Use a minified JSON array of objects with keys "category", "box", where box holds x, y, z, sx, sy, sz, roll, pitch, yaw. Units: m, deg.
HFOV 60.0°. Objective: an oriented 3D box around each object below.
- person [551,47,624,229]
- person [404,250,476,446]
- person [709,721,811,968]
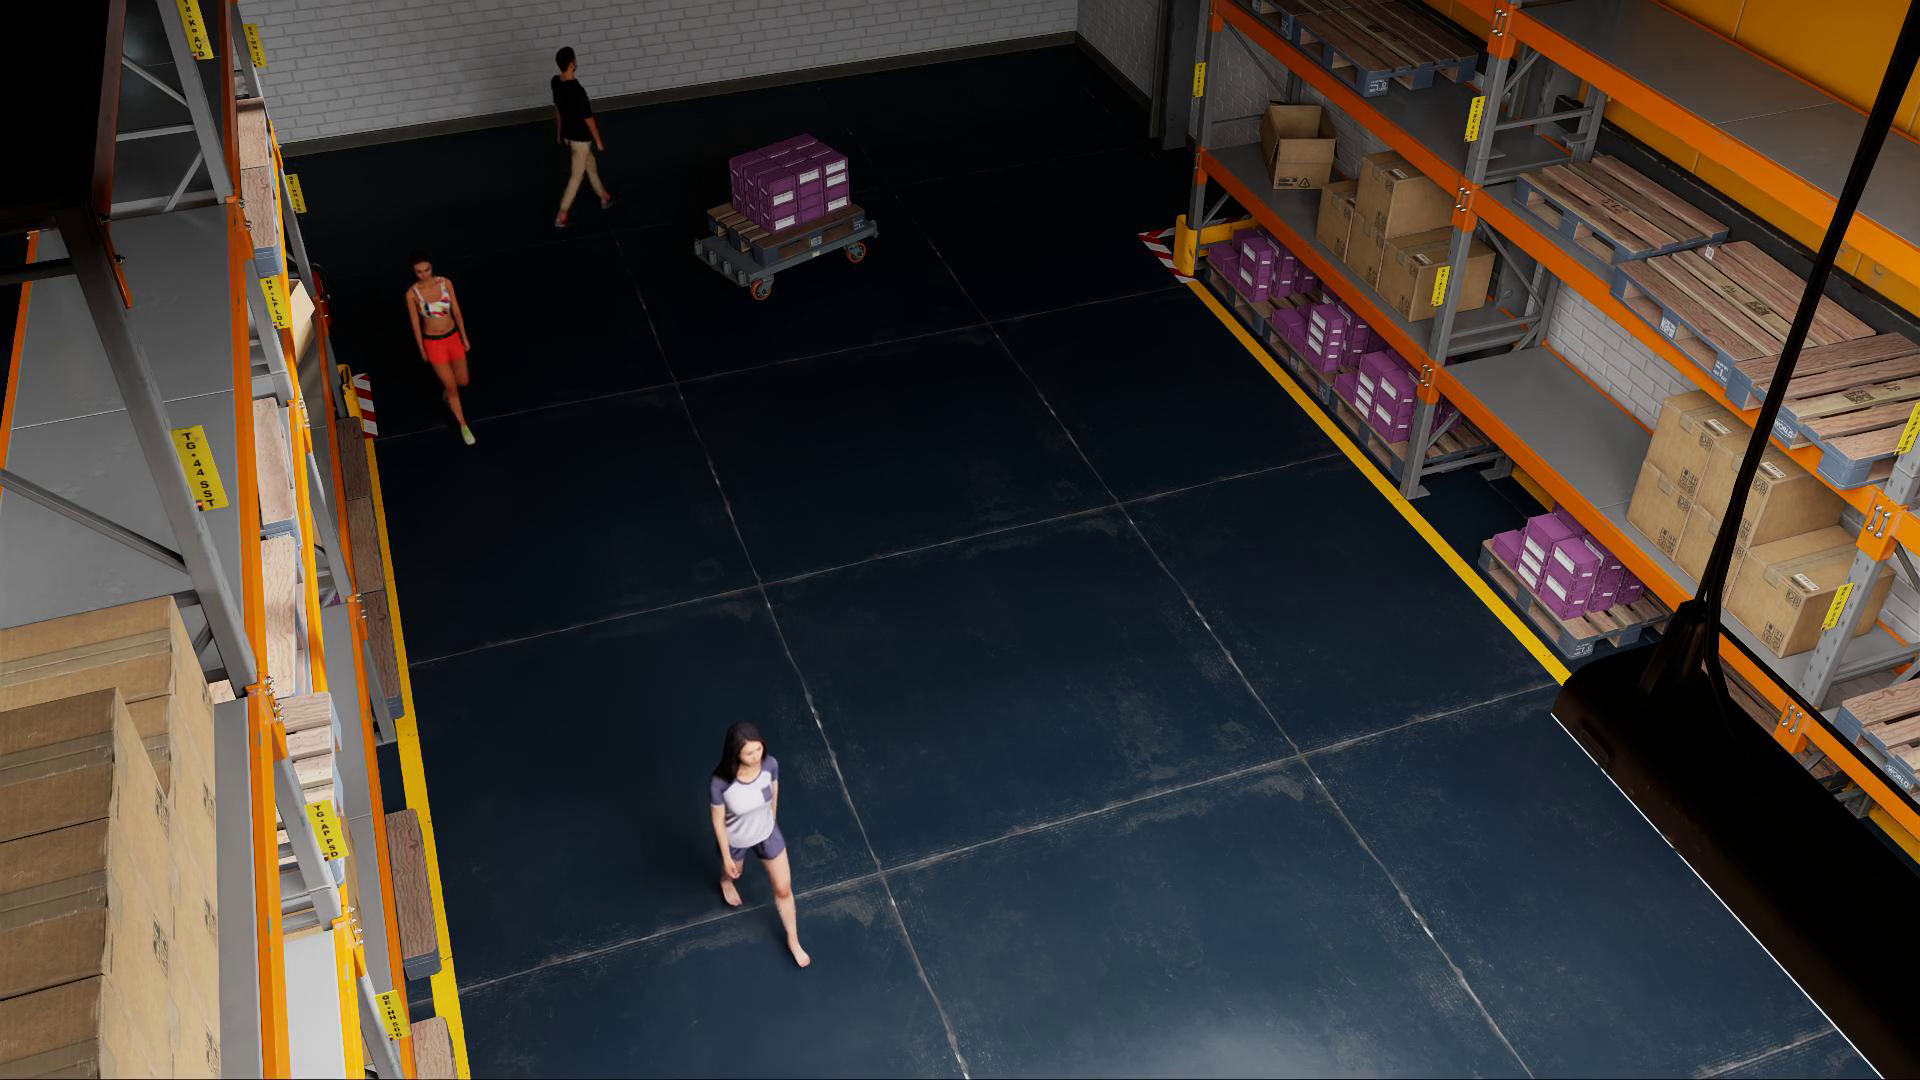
[{"category":"person","box":[-3.910,-3.999,16.711,1.205,1.817,1.073,30,47,32]},{"category":"person","box":[-4.328,-1.661,13.820,0.735,1.772,0.982,-24,44,-27]},{"category":"person","box":[-1.276,1.684,9.715,0.718,1.668,1.114,-20,43,-23]}]
